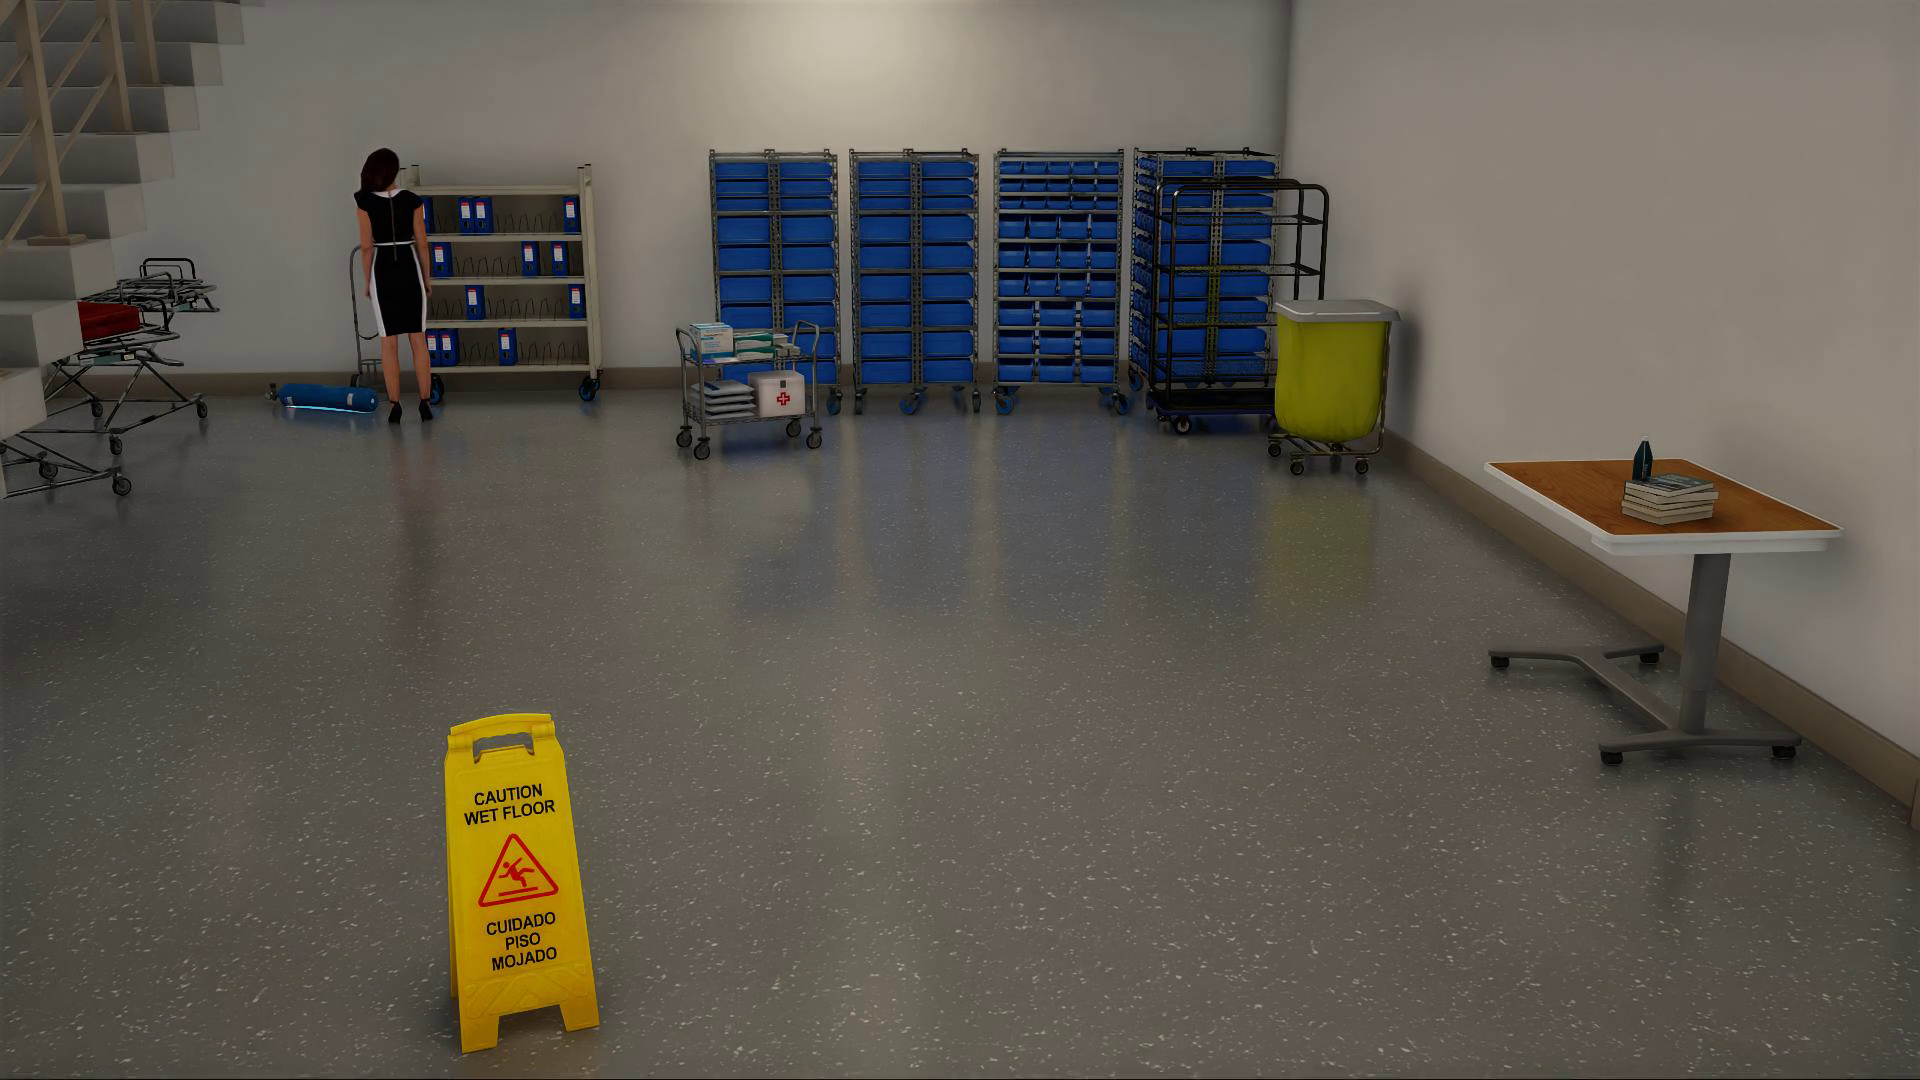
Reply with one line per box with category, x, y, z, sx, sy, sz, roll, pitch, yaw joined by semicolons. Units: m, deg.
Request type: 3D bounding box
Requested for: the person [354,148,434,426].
person;-3.697;-1.660;10.934;0.634;1.793;0.584;-7;17;-22
